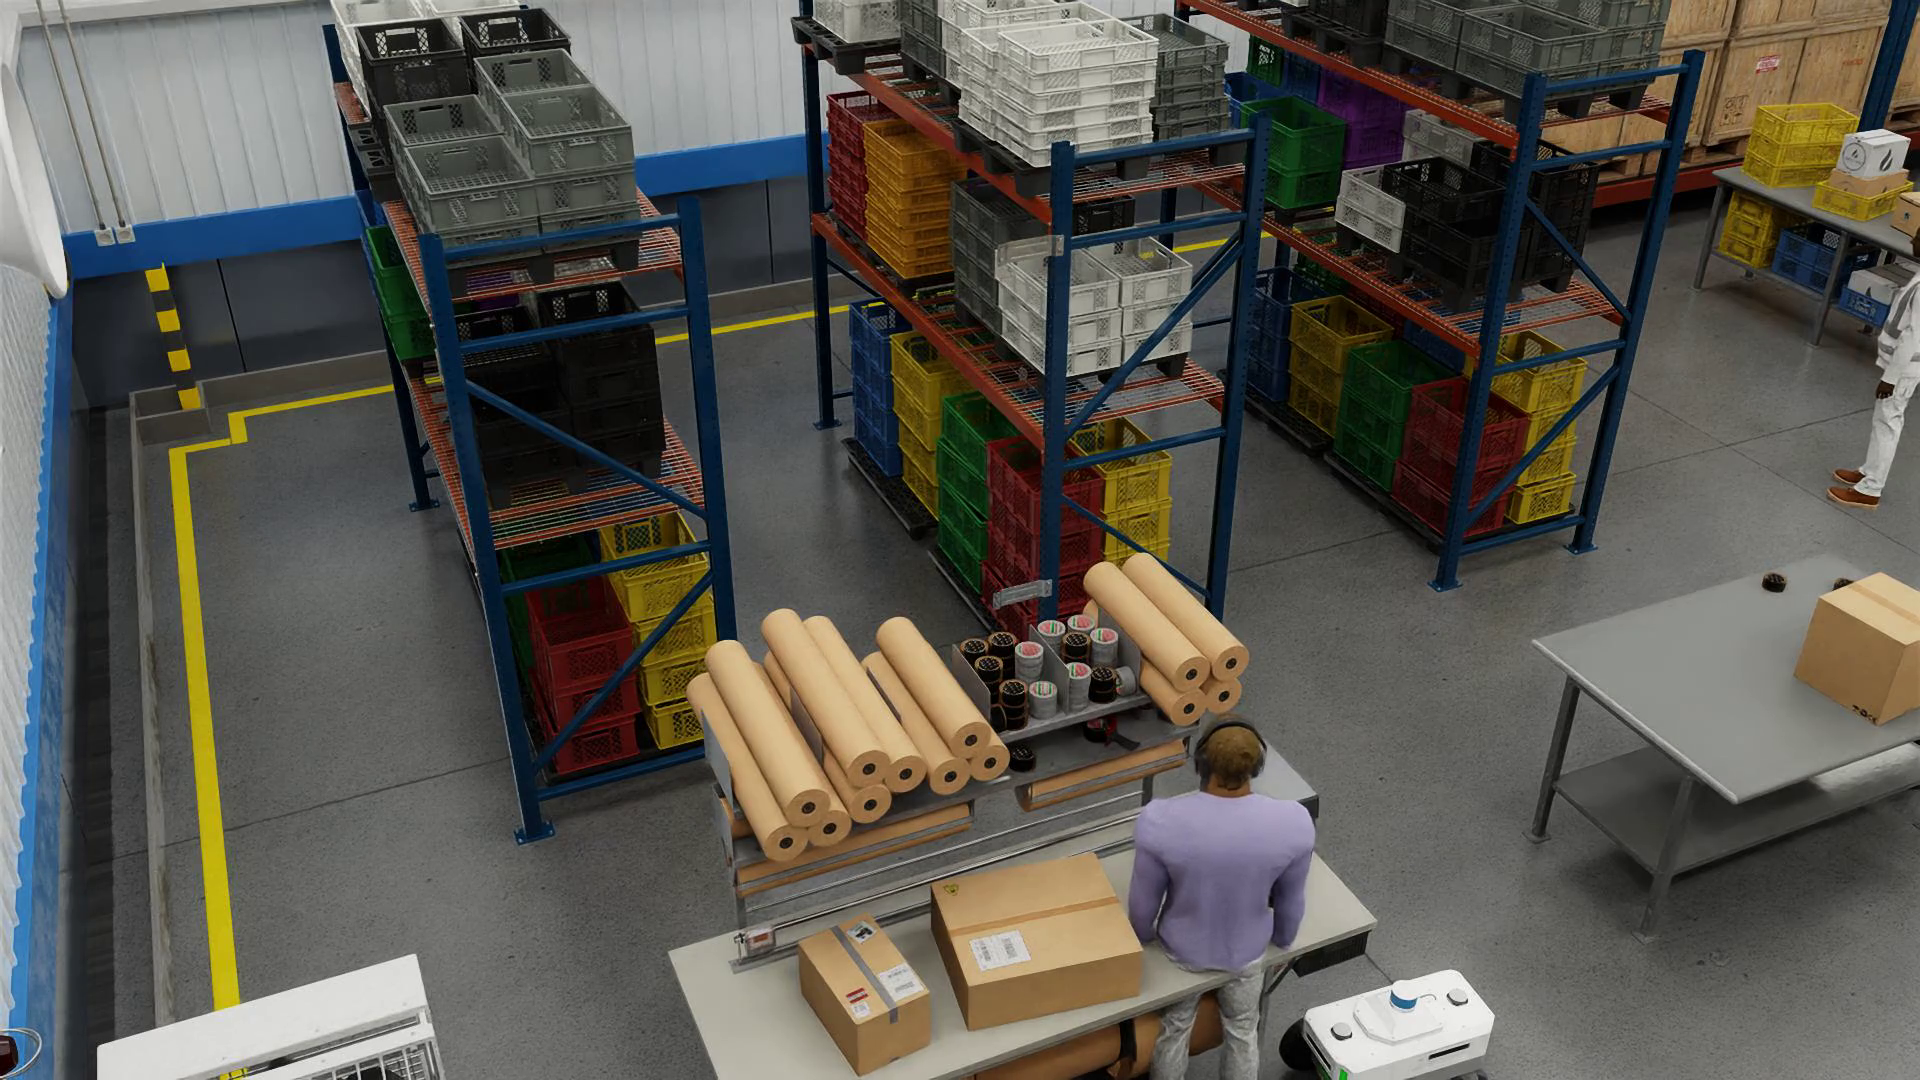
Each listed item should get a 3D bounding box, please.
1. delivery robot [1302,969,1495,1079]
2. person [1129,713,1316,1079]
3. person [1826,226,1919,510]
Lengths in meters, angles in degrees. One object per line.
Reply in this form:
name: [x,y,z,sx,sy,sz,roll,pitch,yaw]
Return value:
delivery robot: [1.701,1.920,6.472,0.707,0.478,0.477,-11,33,-17]
person: [0.920,1.446,6.030,0.631,1.932,0.371,1,32,1]
person: [5.766,-1.087,10.193,0.357,1.880,0.566,19,36,28]
